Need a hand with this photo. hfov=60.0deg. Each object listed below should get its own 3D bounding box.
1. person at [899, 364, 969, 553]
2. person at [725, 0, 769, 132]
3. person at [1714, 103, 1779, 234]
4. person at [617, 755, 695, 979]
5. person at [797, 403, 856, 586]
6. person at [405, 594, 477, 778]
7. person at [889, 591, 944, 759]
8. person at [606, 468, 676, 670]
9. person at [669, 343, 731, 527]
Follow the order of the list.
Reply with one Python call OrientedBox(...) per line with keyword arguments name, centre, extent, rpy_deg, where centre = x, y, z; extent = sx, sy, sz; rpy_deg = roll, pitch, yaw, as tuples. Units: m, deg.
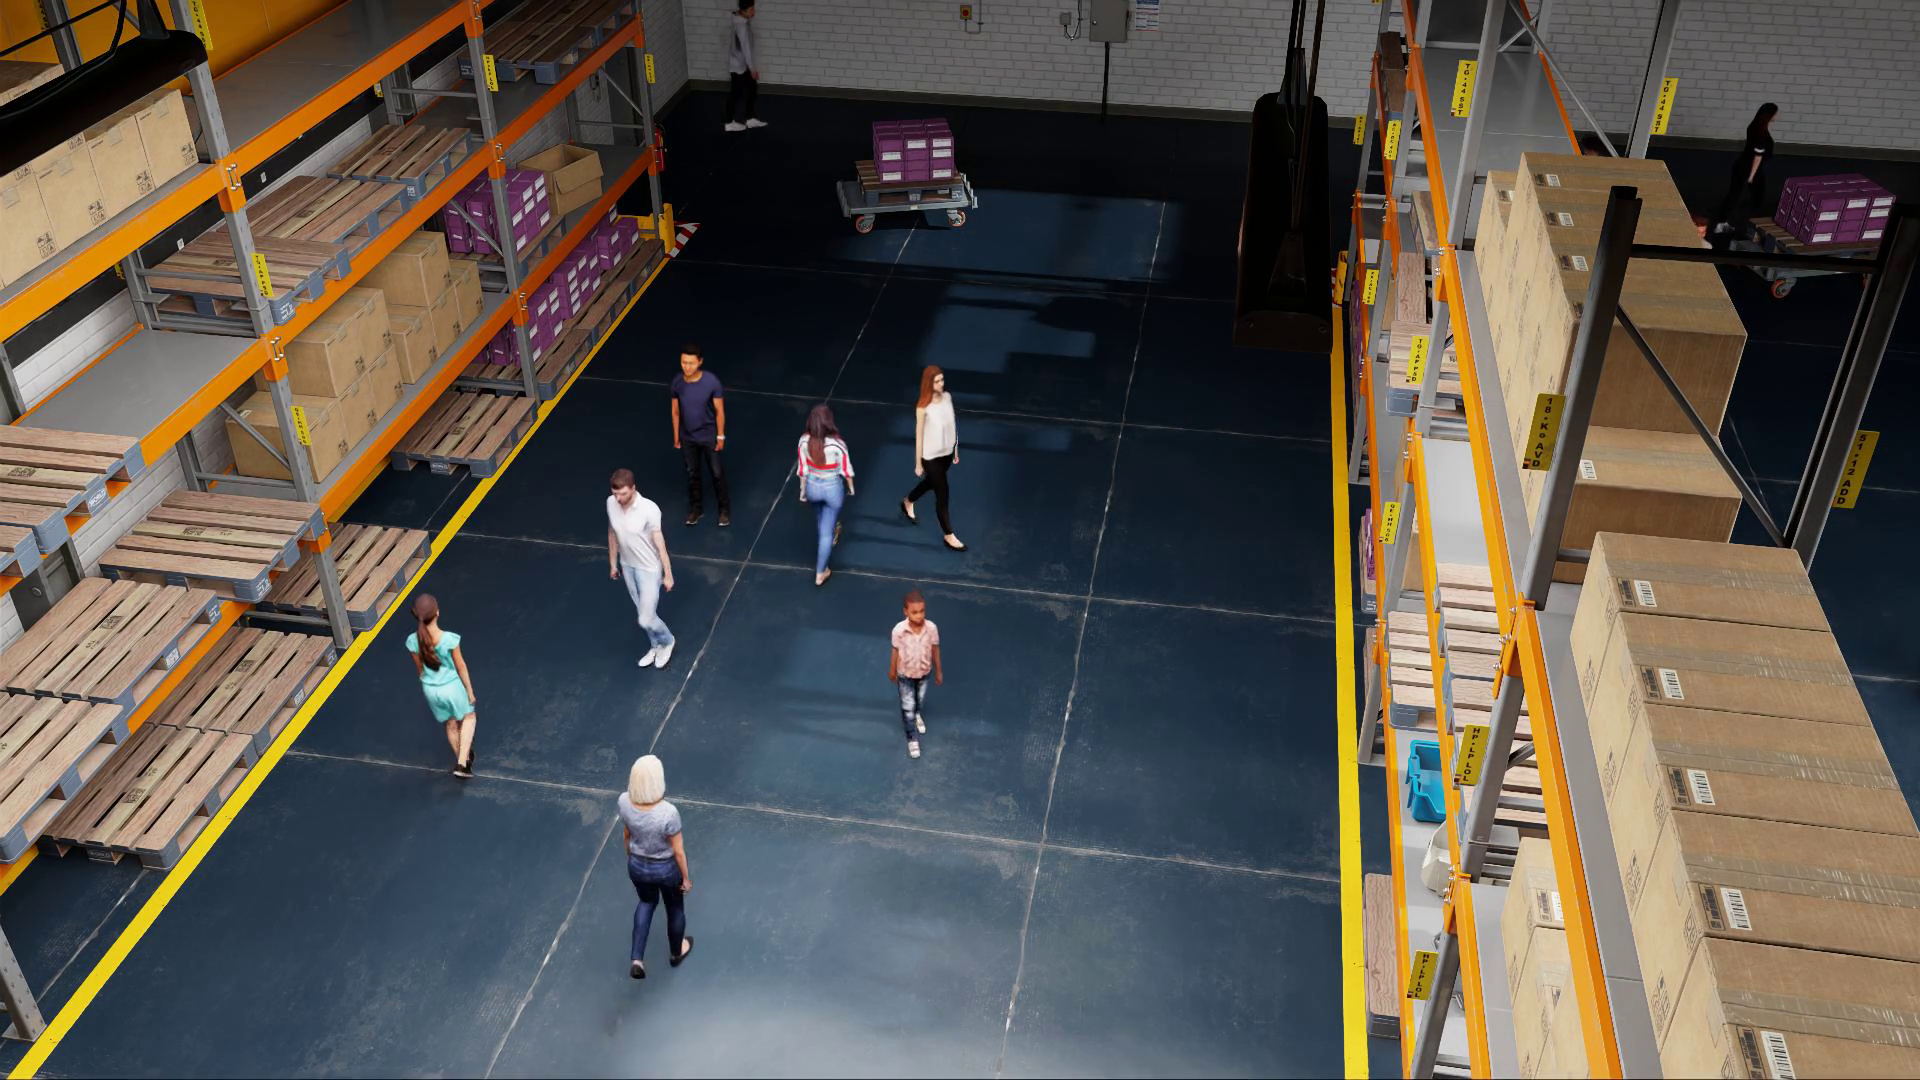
OrientedBox(name="person", centre=(-0.270, -0.753, 14.344), extent=(1.000, 1.692, 1.090), rpy_deg=(26, 41, 33))
OrientedBox(name="person", centre=(-3.090, -6.519, 22.852), extent=(0.866, 1.878, 0.855), rpy_deg=(-7, 34, -10))
OrientedBox(name="person", centre=(9.391, -4.444, 19.966), extent=(0.800, 1.616, 0.869), rpy_deg=(-4, 34, -5))
OrientedBox(name="person", centre=(-1.891, 2.041, 10.124), extent=(0.648, 1.712, 0.843), rpy_deg=(10, 35, 15))
OrientedBox(name="person", centre=(-1.150, -0.352, 13.847), extent=(0.670, 1.575, 1.036), rpy_deg=(8, 34, 12))
OrientedBox(name="person", centre=(-3.641, 1.095, 11.699), extent=(0.636, 1.544, 0.759), rpy_deg=(2, 34, 3))
OrientedBox(name="person", centre=(-0.349, 0.898, 12.230), extent=(0.713, 1.284, 0.868), rpy_deg=(-8, 35, -12))
OrientedBox(name="person", centre=(-2.397, 0.176, 12.821), extent=(0.792, 1.831, 0.763), rpy_deg=(17, 37, 24))
OrientedBox(name="person", centre=(-2.265, -0.936, 14.532), extent=(0.632, 1.790, 0.523), rpy_deg=(4, 34, 6))
